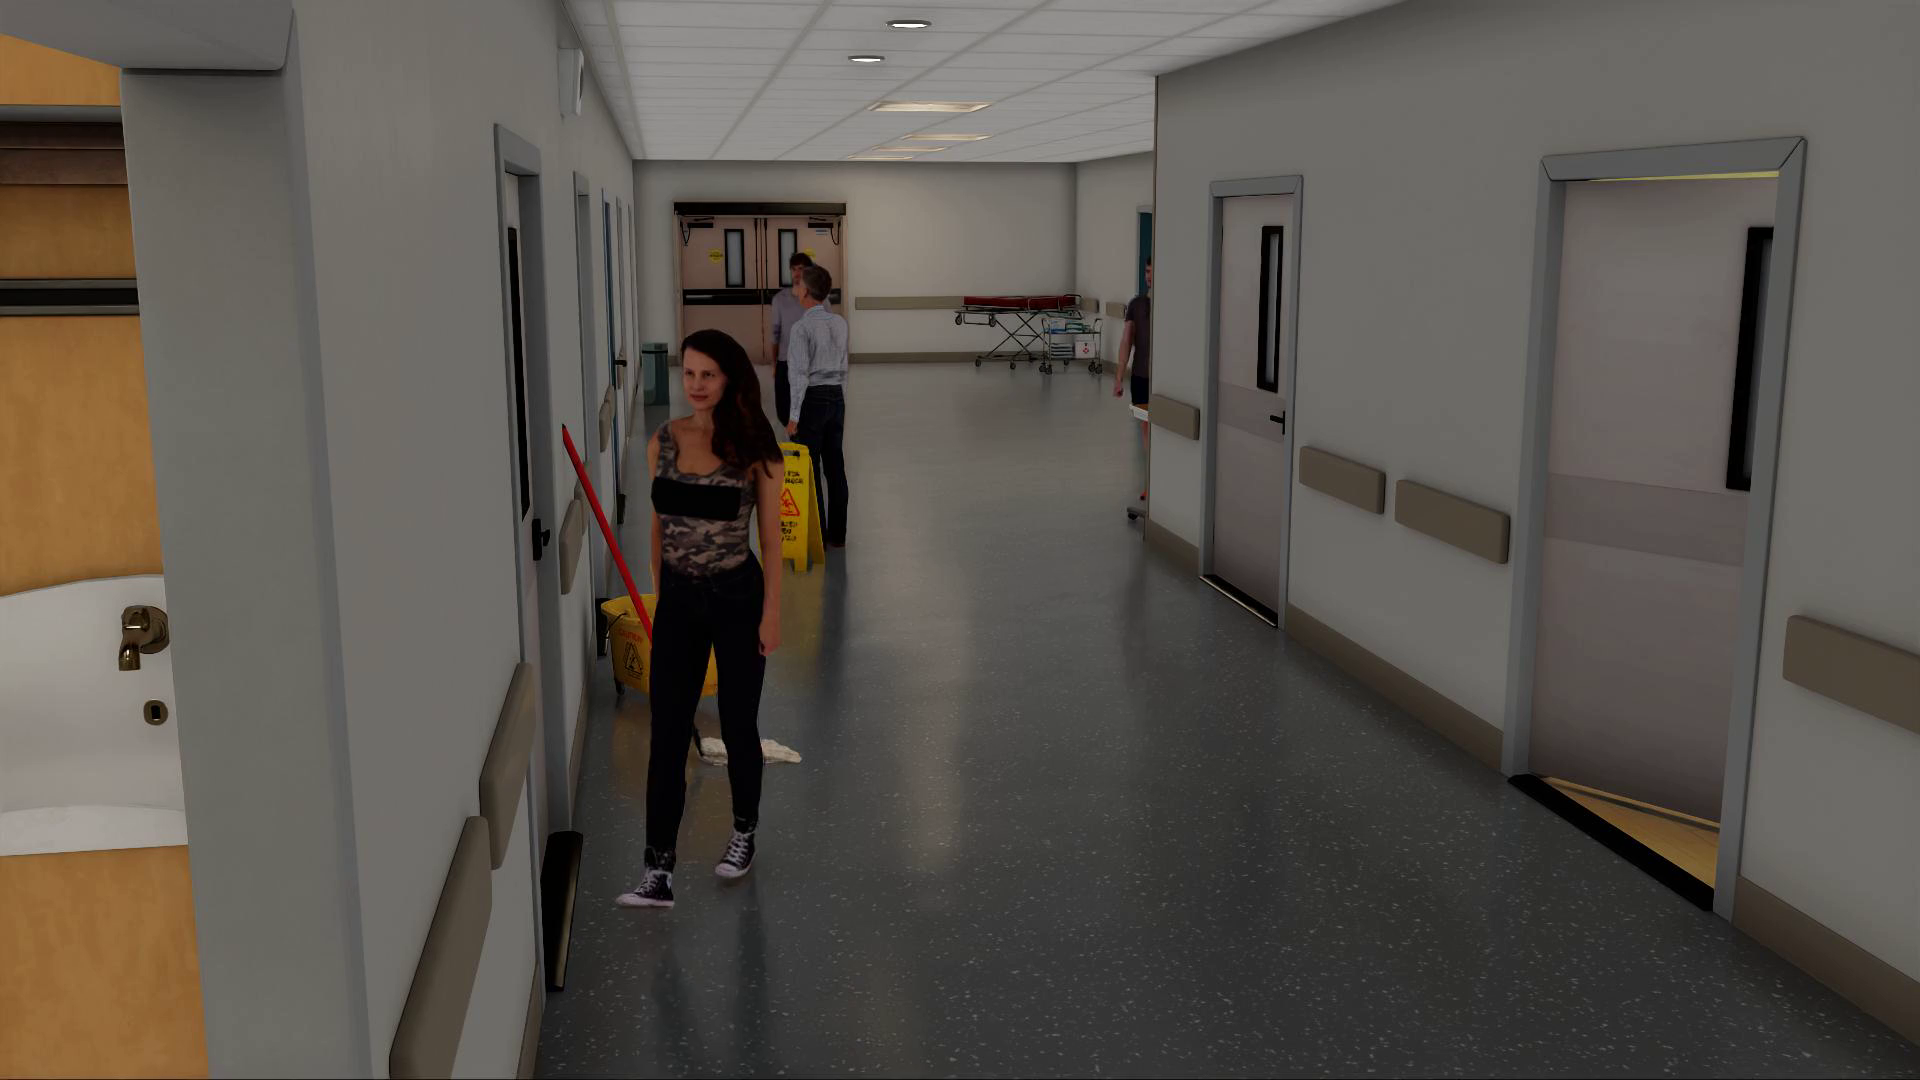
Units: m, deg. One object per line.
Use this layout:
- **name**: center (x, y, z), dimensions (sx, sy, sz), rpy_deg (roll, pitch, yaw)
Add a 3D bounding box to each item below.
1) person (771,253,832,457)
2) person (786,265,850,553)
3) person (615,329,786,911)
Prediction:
- **person**: center (-1.296, -1.454, 13.817), dimensions (0.815, 1.834, 0.863), rpy_deg (2, 11, 12)
- **person**: center (-0.909, -0.845, 10.649), dimensions (0.780, 1.820, 0.733), rpy_deg (8, 14, 38)
- **person**: center (-0.728, 0.232, 5.180), dimensions (0.872, 1.742, 1.077), rpy_deg (3, 11, 15)
